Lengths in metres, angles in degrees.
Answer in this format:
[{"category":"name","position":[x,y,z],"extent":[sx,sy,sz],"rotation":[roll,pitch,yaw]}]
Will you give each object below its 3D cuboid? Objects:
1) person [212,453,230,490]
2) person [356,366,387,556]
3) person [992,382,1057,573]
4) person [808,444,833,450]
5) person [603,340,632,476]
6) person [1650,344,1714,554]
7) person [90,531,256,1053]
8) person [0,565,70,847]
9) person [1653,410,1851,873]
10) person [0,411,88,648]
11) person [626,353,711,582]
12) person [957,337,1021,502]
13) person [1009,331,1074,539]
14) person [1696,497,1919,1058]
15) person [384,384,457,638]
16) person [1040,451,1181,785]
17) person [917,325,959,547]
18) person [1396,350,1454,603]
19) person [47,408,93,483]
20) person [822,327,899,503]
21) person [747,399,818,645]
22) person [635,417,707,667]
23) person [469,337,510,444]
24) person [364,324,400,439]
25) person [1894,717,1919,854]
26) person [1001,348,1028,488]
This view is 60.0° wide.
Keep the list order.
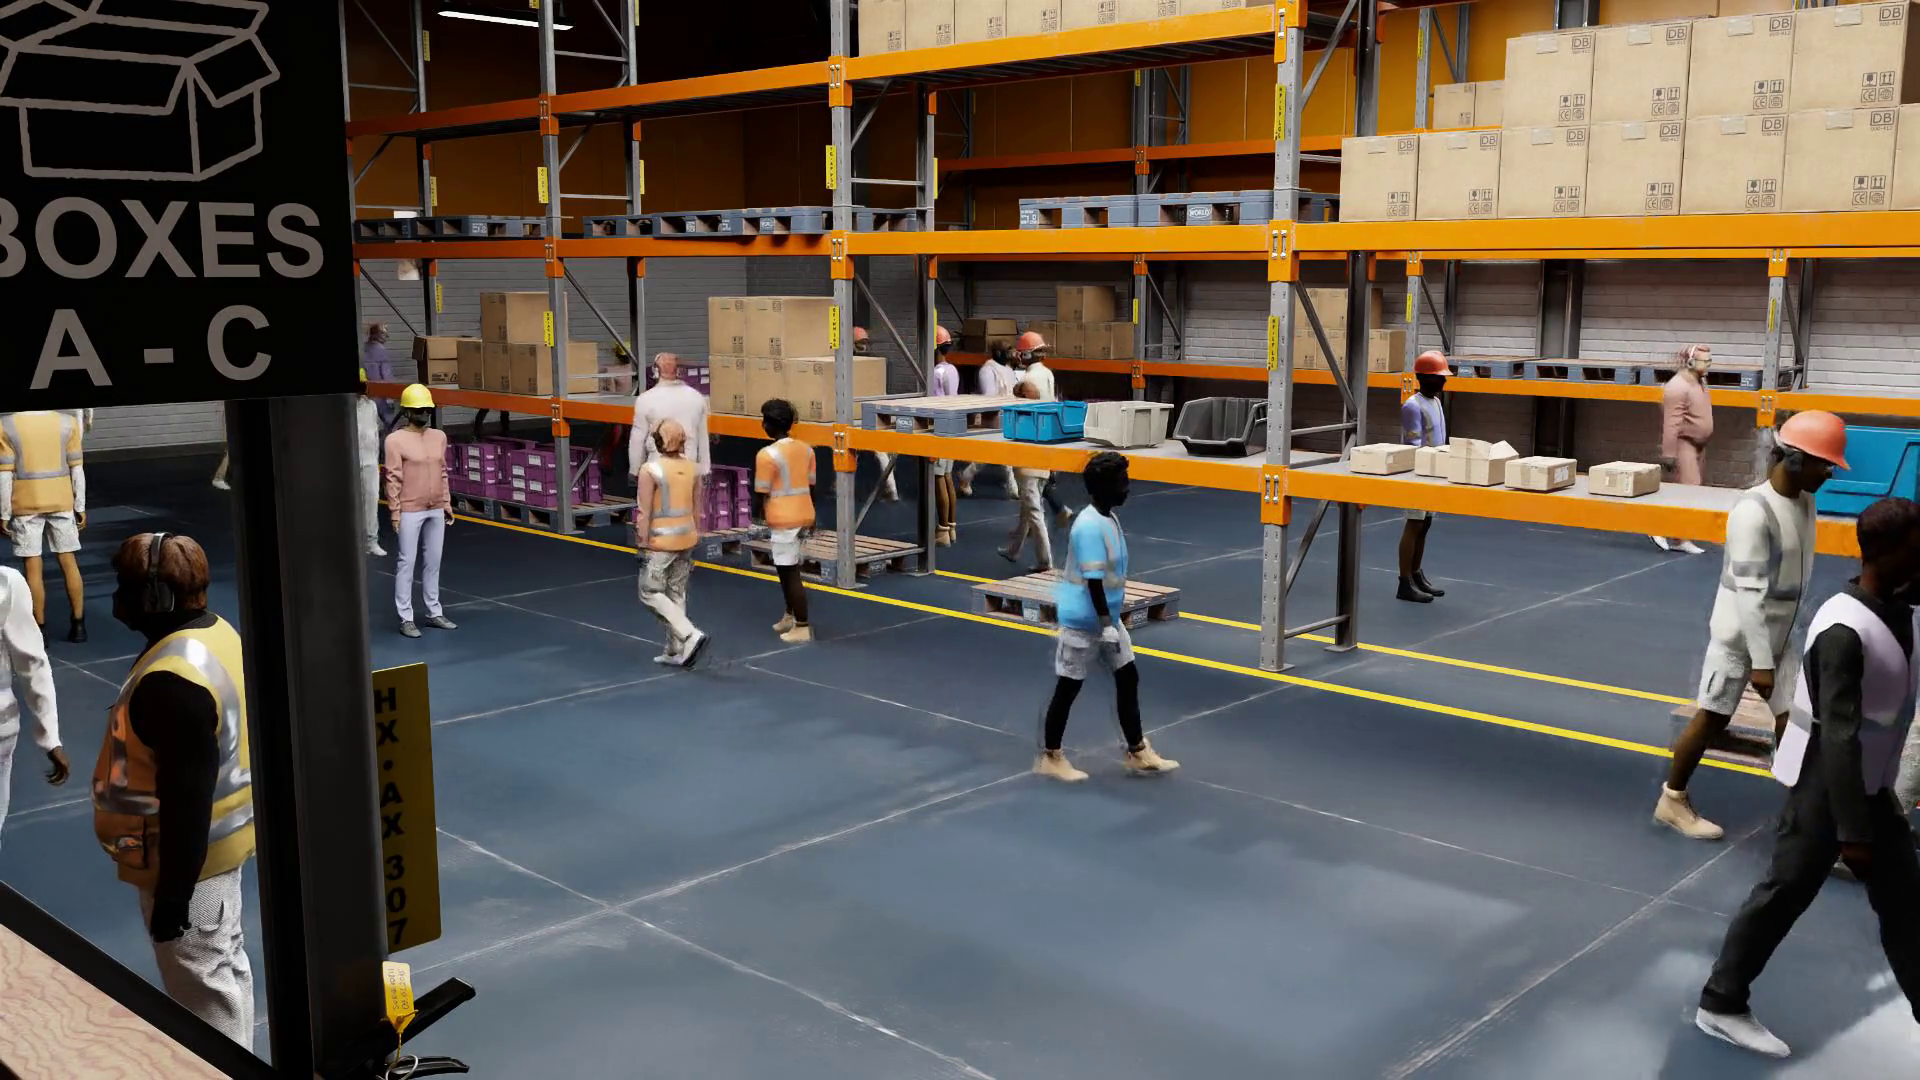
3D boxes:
[{"category":"person","position":[-8.310,-1.365,19.274],"extent":[0.807,1.600,0.496],"rotation":[-2,9,-12]},{"category":"person","position":[-5.453,-0.724,14.932],"extent":[0.659,1.721,0.487],"rotation":[7,12,37]},{"category":"person","position":[0.530,-0.543,14.160],"extent":[0.537,1.597,0.824],"rotation":[-9,13,-44]},{"category":"person","position":[-1.847,-2.161,23.499],"extent":[0.680,1.803,0.466],"rotation":[5,10,27]},{"category":"person","position":[-4.119,-1.598,20.345],"extent":[0.552,1.710,0.894],"rotation":[-8,12,-41]},{"category":"person","position":[6.518,-0.802,14.887],"extent":[0.671,1.890,0.438],"rotation":[-9,13,-44]},{"category":"person","position":[-2.188,0.887,4.682],"extent":[0.429,1.843,0.633],"rotation":[-3,10,-17]},{"category":"person","position":[-3.503,0.715,5.797],"extent":[0.592,1.840,1.006],"rotation":[-8,13,-42]},{"category":"person","position":[3.484,0.424,7.135],"extent":[0.621,1.962,1.045],"rotation":[-6,11,-35]},{"category":"person","position":[-6.232,-0.236,11.274],"extent":[0.552,1.935,0.374],"rotation":[-9,13,-43]},{"category":"person","position":[-2.396,-0.578,13.562],"extent":[0.603,1.883,0.641],"rotation":[9,13,43]},{"category":"person","position":[0.390,-1.326,18.332],"extent":[0.782,1.822,0.630],"rotation":[6,11,32]},{"category":"person","position":[0.726,-0.975,15.697],"extent":[0.498,1.977,0.613],"rotation":[4,10,24]},{"category":"person","position":[2.842,0.795,5.180],"extent":[0.627,1.860,1.026],"rotation":[-9,13,-42]},{"category":"person","position":[-3.762,-0.209,11.638],"extent":[0.316,1.767,0.535],"rotation":[6,11,32]},{"category":"person","position":[0.753,0.405,8.177],"extent":[0.778,1.669,0.551],"rotation":[4,10,21]},{"category":"person","position":[-0.217,-0.952,15.343],"extent":[0.376,2.041,0.615],"rotation":[3,10,15]},{"category":"person","position":[3.601,-0.493,12.848],"extent":[0.360,1.935,0.552],"rotation":[6,11,34]},{"category":"person","position":[-9.772,-1.344,18.123],"extent":[0.635,1.919,0.613],"rotation":[-4,10,-23]},{"category":"person","position":[-1.066,-1.370,18.272],"extent":[1.043,1.934,0.631],"rotation":[8,12,42]},{"category":"person","position":[-1.236,-0.125,11.366],"extent":[0.576,1.673,0.529],"rotation":[5,11,28]},{"category":"person","position":[-1.813,0.036,10.551],"extent":[0.460,1.622,0.522],"rotation":[6,11,34]},{"category":"person","position":[-6.728,-2.271,23.791],"extent":[0.616,1.927,0.916],"rotation":[3,10,16]},{"category":"person","position":[-7.318,-1.779,20.947],"extent":[0.773,1.856,0.831],"rotation":[5,10,27]},{"category":"person","position":[4.454,0.507,7.169],"extent":[0.888,1.784,0.602],"rotation":[4,10,24]},{"category":"person","position":[0.686,-1.415,19.400],"extent":[0.306,1.645,0.522],"rotation":[8,12,41]}]
